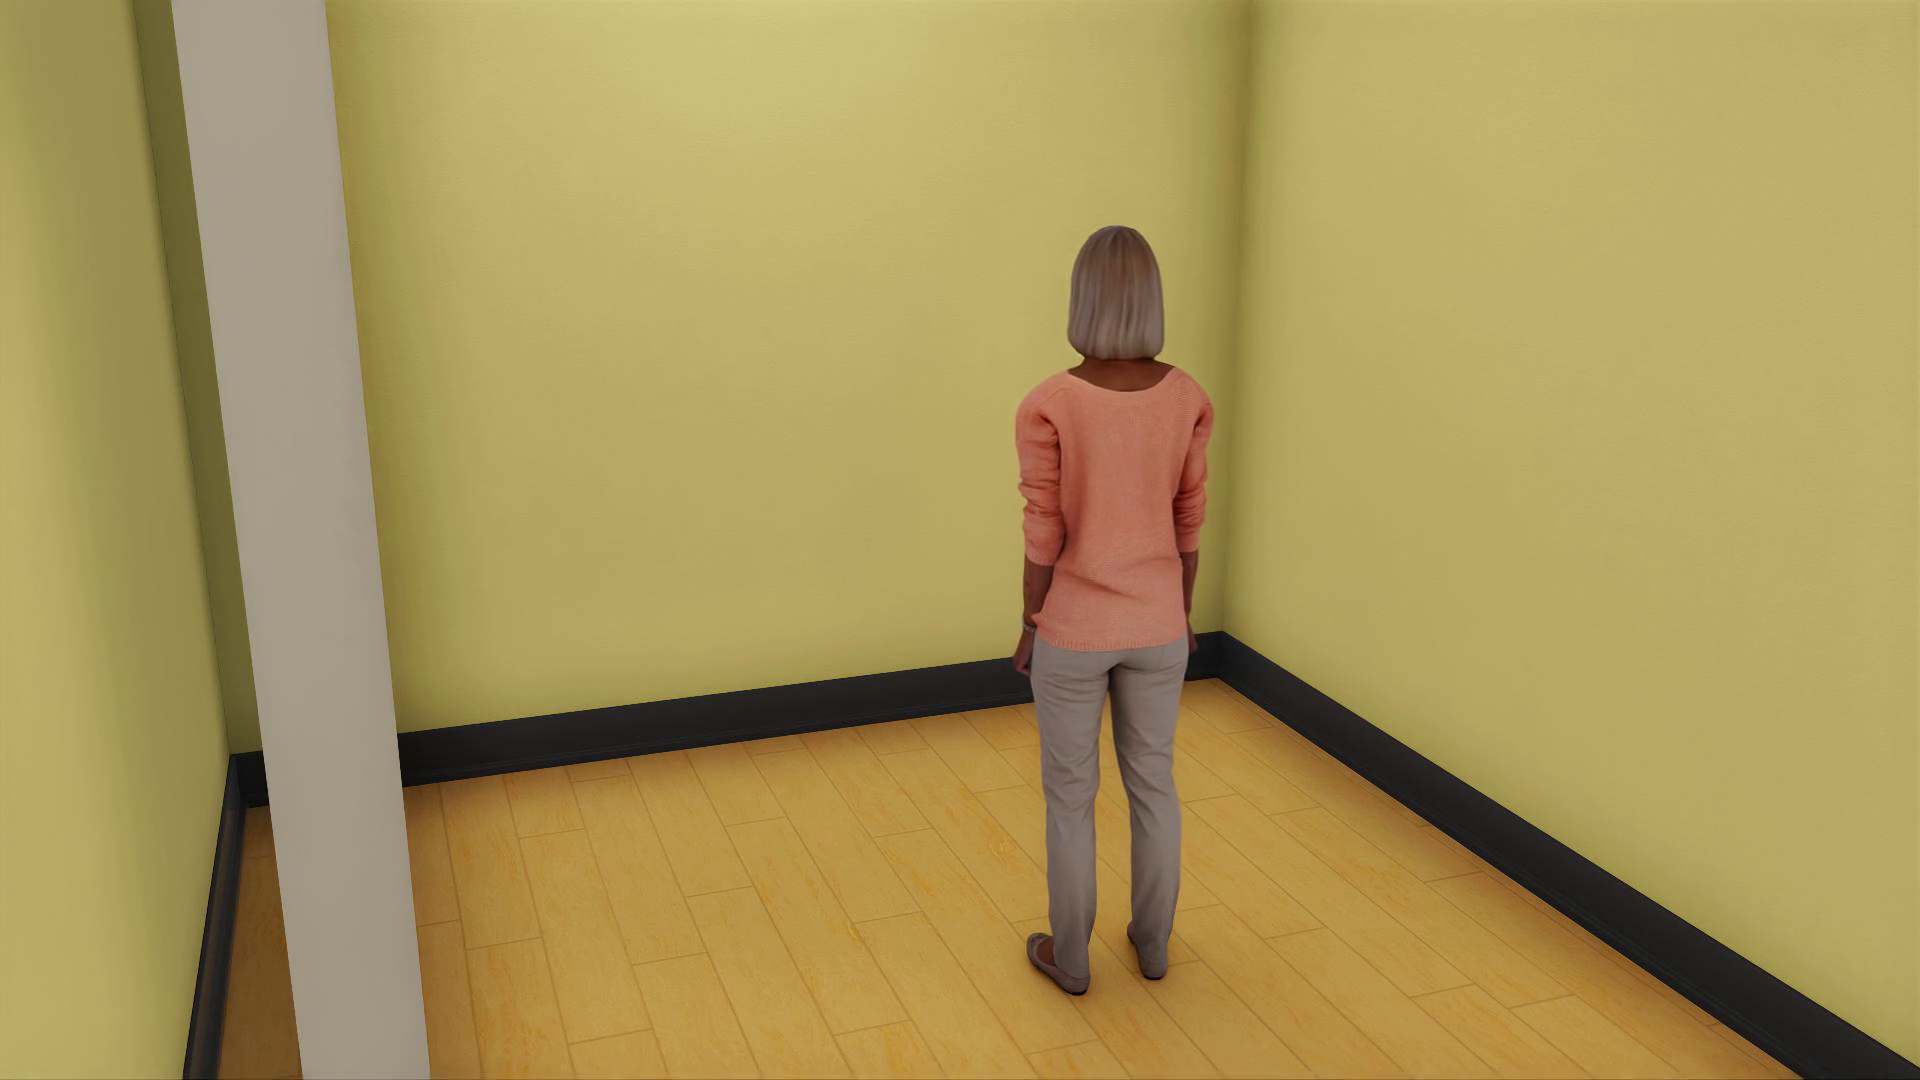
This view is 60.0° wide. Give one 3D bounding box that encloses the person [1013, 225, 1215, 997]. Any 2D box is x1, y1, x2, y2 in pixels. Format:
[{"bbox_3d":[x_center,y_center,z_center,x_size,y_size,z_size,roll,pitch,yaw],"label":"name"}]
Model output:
[{"bbox_3d":[0.328,0.173,3.682,0.466,1.725,0.666,-5,16,-17],"label":"person"}]
